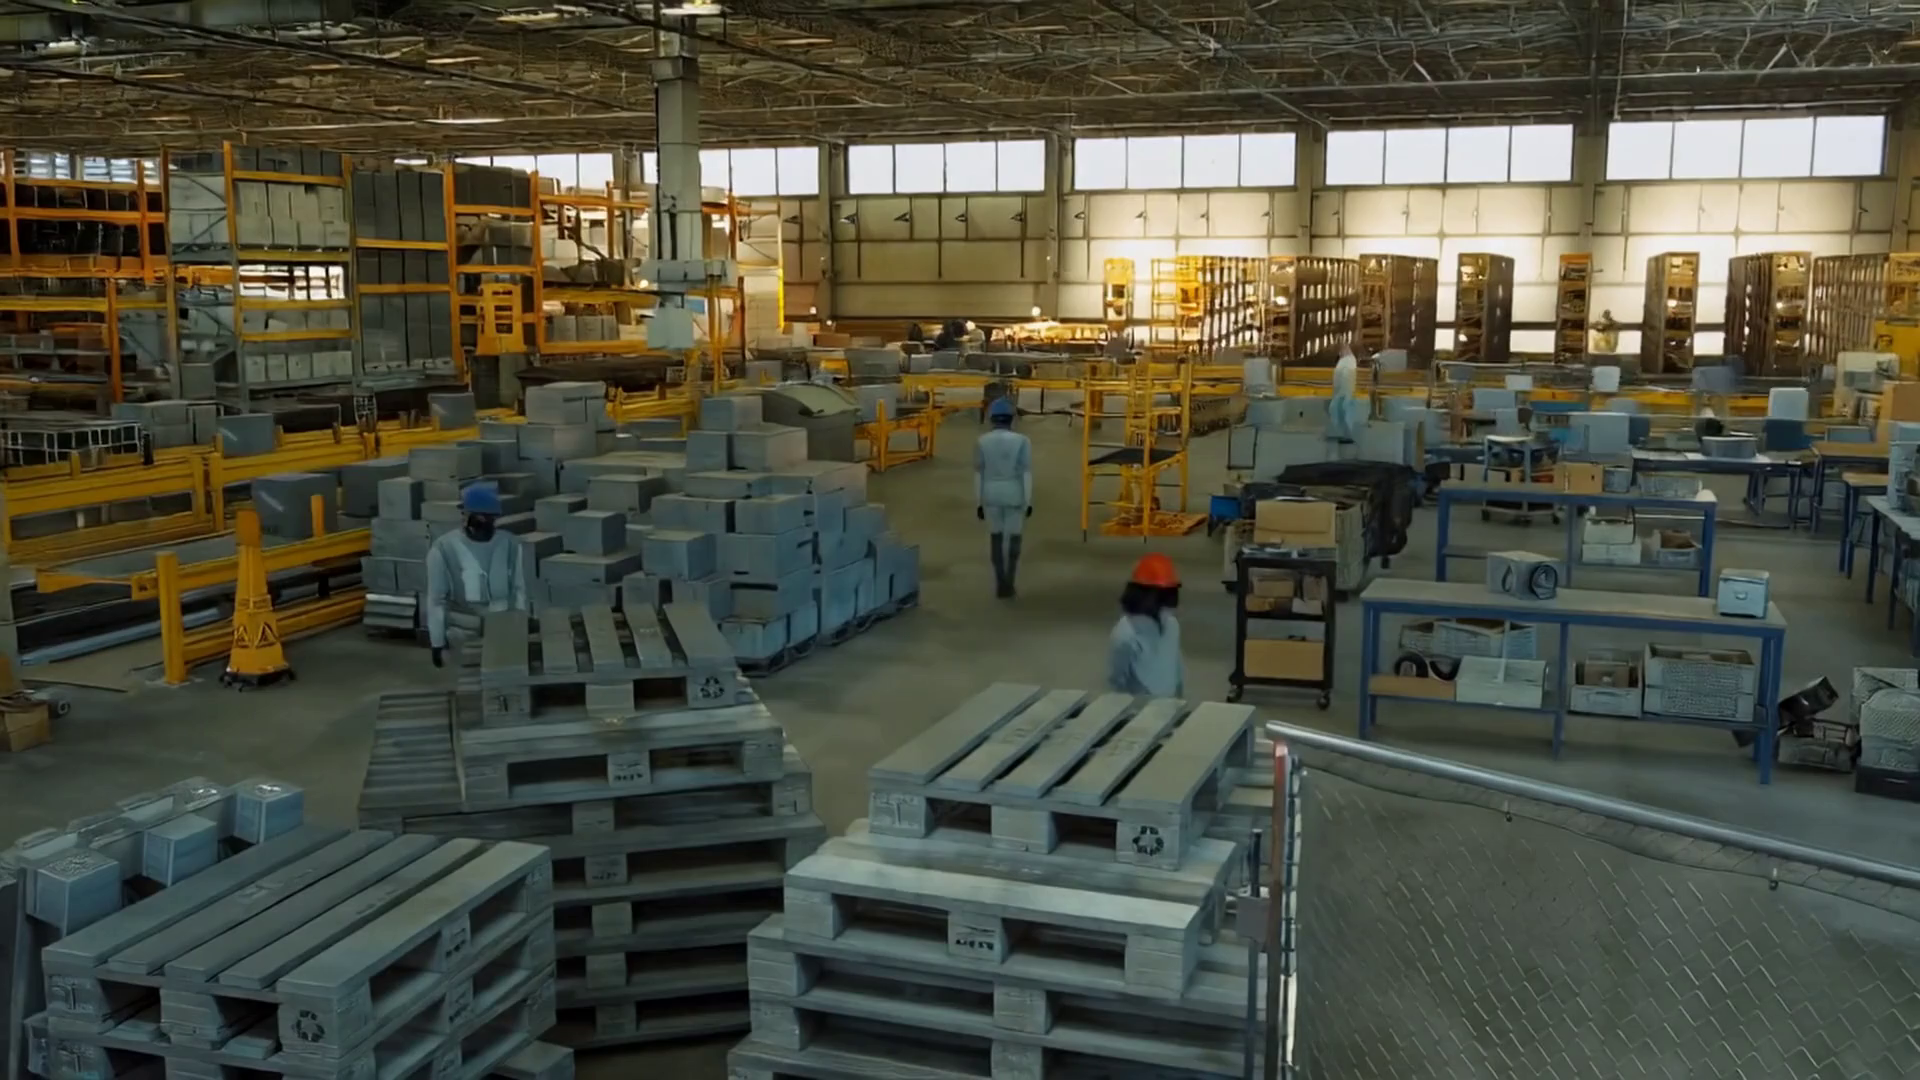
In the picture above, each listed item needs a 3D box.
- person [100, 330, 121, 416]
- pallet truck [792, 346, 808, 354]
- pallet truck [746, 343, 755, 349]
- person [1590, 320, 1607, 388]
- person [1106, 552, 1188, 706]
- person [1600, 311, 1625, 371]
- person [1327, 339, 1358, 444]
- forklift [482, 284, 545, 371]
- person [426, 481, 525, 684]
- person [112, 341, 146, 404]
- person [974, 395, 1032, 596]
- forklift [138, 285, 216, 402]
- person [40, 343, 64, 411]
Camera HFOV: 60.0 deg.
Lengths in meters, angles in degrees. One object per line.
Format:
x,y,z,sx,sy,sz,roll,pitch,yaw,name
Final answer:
-17.942,-3.521,35.318,0.551,1.888,0.644,2,9,15,person
-3.705,-4.298,42.022,0.653,1.274,1.630,3,10,20,pallet truck
-6.183,-4.618,44.264,1.601,1.201,0.680,-9,12,-43,pallet truck
17.085,-4.955,44.490,0.403,1.828,0.595,1,9,9,person
0.920,0.908,7.975,0.364,1.730,0.493,7,11,36,person
20.606,-6.280,52.609,0.700,1.912,0.931,-7,11,-37,person
6.872,-2.666,29.952,0.536,1.891,0.648,-1,9,-6,person
-10.832,-4.702,39.610,1.129,2.768,1.873,3,10,20,forklift
-2.883,0.546,9.993,0.600,1.822,0.410,-6,11,-35,person
-14.147,-2.429,28.340,0.384,1.929,0.539,8,12,42,person
0.390,-0.384,15.539,0.548,1.916,0.612,2,9,12,person
-17.480,-4.200,36.461,1.873,2.768,1.129,3,10,19,forklift
-19.043,-3.294,34.700,0.408,1.618,0.512,4,10,21,person
